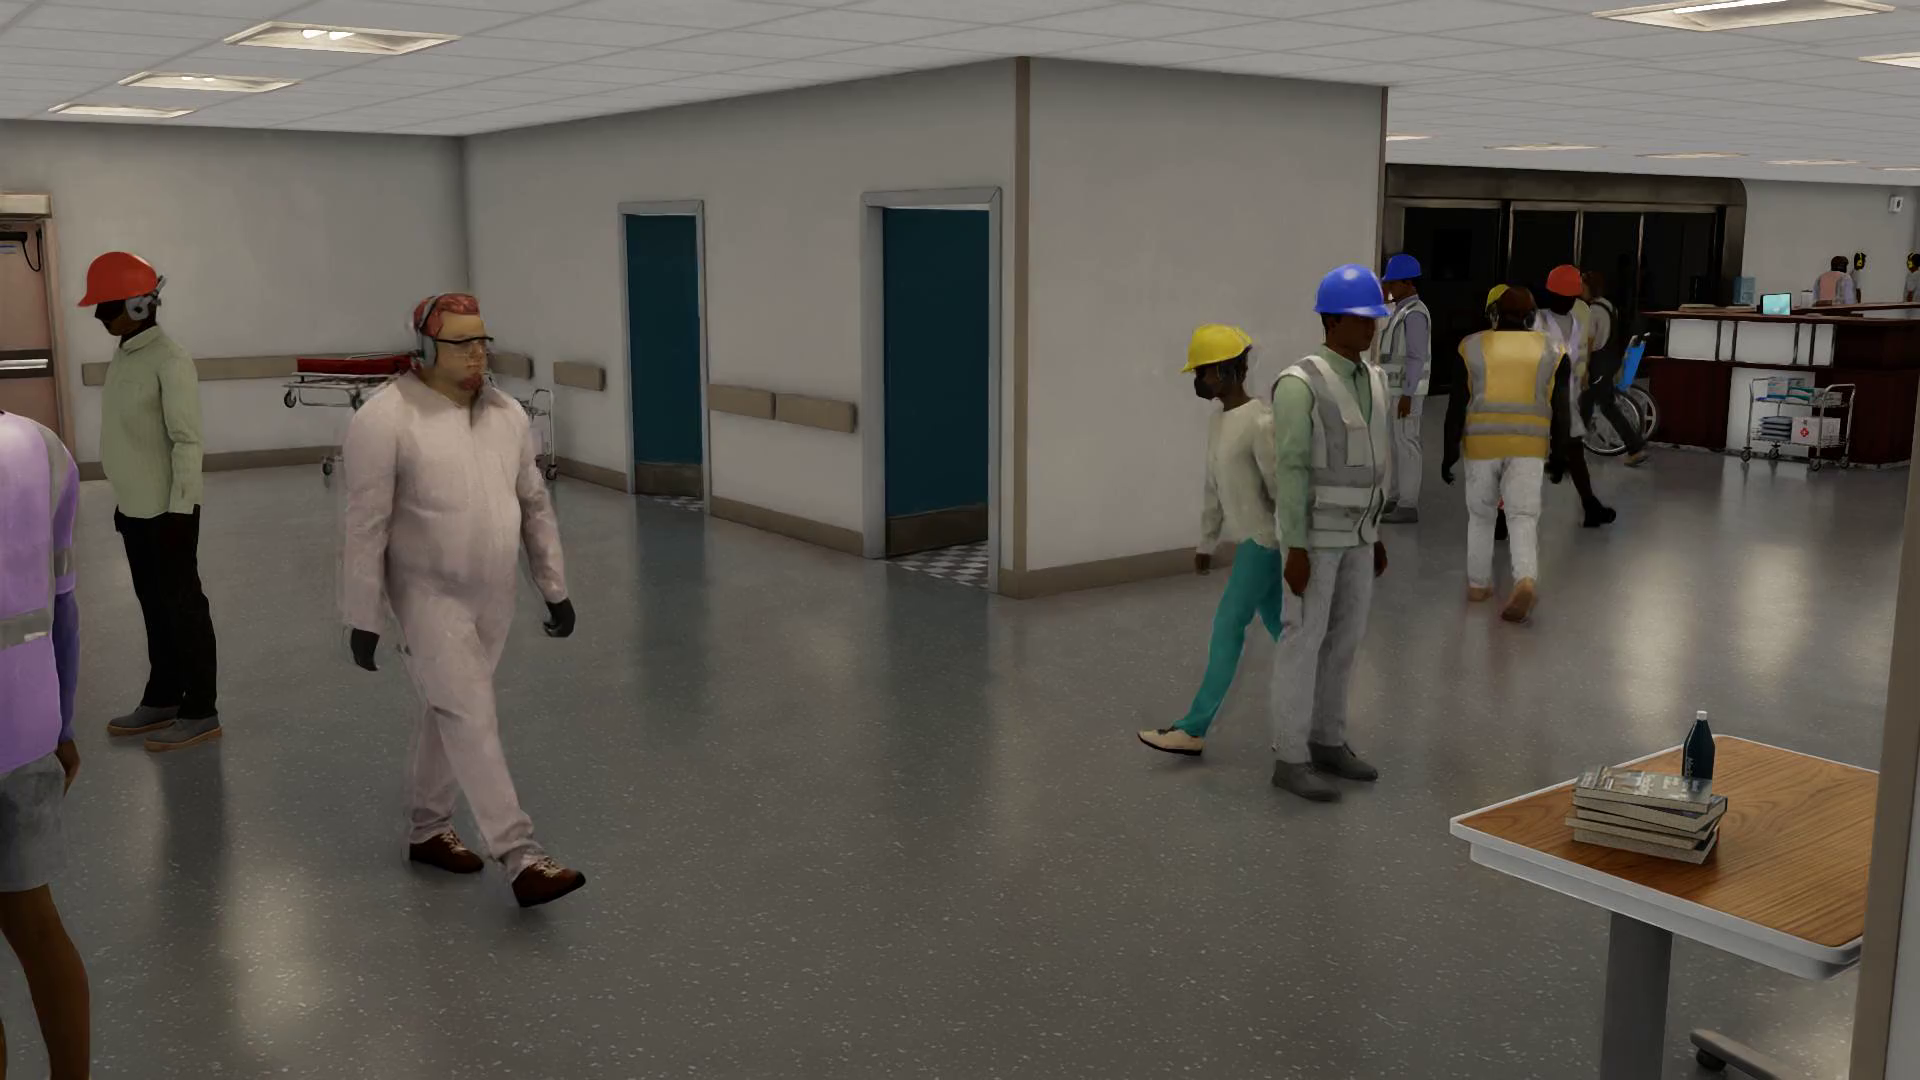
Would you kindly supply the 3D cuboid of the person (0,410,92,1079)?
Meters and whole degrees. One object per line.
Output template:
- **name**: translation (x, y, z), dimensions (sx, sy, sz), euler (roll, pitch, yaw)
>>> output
- **person**: translation (-2.063, 0.412, 3.417), dimensions (0.403, 2.031, 0.612), euler (1, 10, 8)

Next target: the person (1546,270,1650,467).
- **person**: translation (5.867, -1.555, 15.141), dimensions (0.969, 1.789, 0.565), euler (9, 13, 41)

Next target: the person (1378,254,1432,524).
- **person**: translation (3.207, -1.092, 12.070), dimensions (0.391, 1.944, 0.603), euler (0, 10, 2)

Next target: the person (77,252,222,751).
- **person**: translation (-3.255, -0.151, 6.683), dimensions (0.609, 1.985, 0.392), euler (9, 13, 41)

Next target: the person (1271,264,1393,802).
- **person**: translation (1.375, -0.025, 6.114), dimensions (0.619, 1.944, 0.409), euler (-9, 14, -42)

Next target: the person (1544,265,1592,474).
- **person**: translation (5.285, -1.493, 14.628), dimensions (0.592, 1.834, 0.404), euler (-10, 14, -43)

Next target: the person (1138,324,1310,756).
- **person**: translation (1.096, 0.014, 6.526), dimensions (0.882, 1.693, 0.532), euler (-1, 10, -8)

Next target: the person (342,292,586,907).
- **person**: translation (-1.455, 0.187, 5.116), dimensions (0.951, 1.860, 0.678), euler (6, 12, 30)

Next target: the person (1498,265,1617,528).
- **person**: translation (4.285, -1.027, 11.944), dimensions (0.536, 1.866, 0.993), euler (-4, 11, -22)

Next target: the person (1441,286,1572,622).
- **person**: translation (2.978, -0.477, 9.065), dimensions (0.661, 1.802, 0.873), euler (3, 11, 16)

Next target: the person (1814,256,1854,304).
- **person**: translation (13.153, -3.348, 25.018), dimensions (0.430, 1.838, 0.619), euler (-5, 11, -25)
